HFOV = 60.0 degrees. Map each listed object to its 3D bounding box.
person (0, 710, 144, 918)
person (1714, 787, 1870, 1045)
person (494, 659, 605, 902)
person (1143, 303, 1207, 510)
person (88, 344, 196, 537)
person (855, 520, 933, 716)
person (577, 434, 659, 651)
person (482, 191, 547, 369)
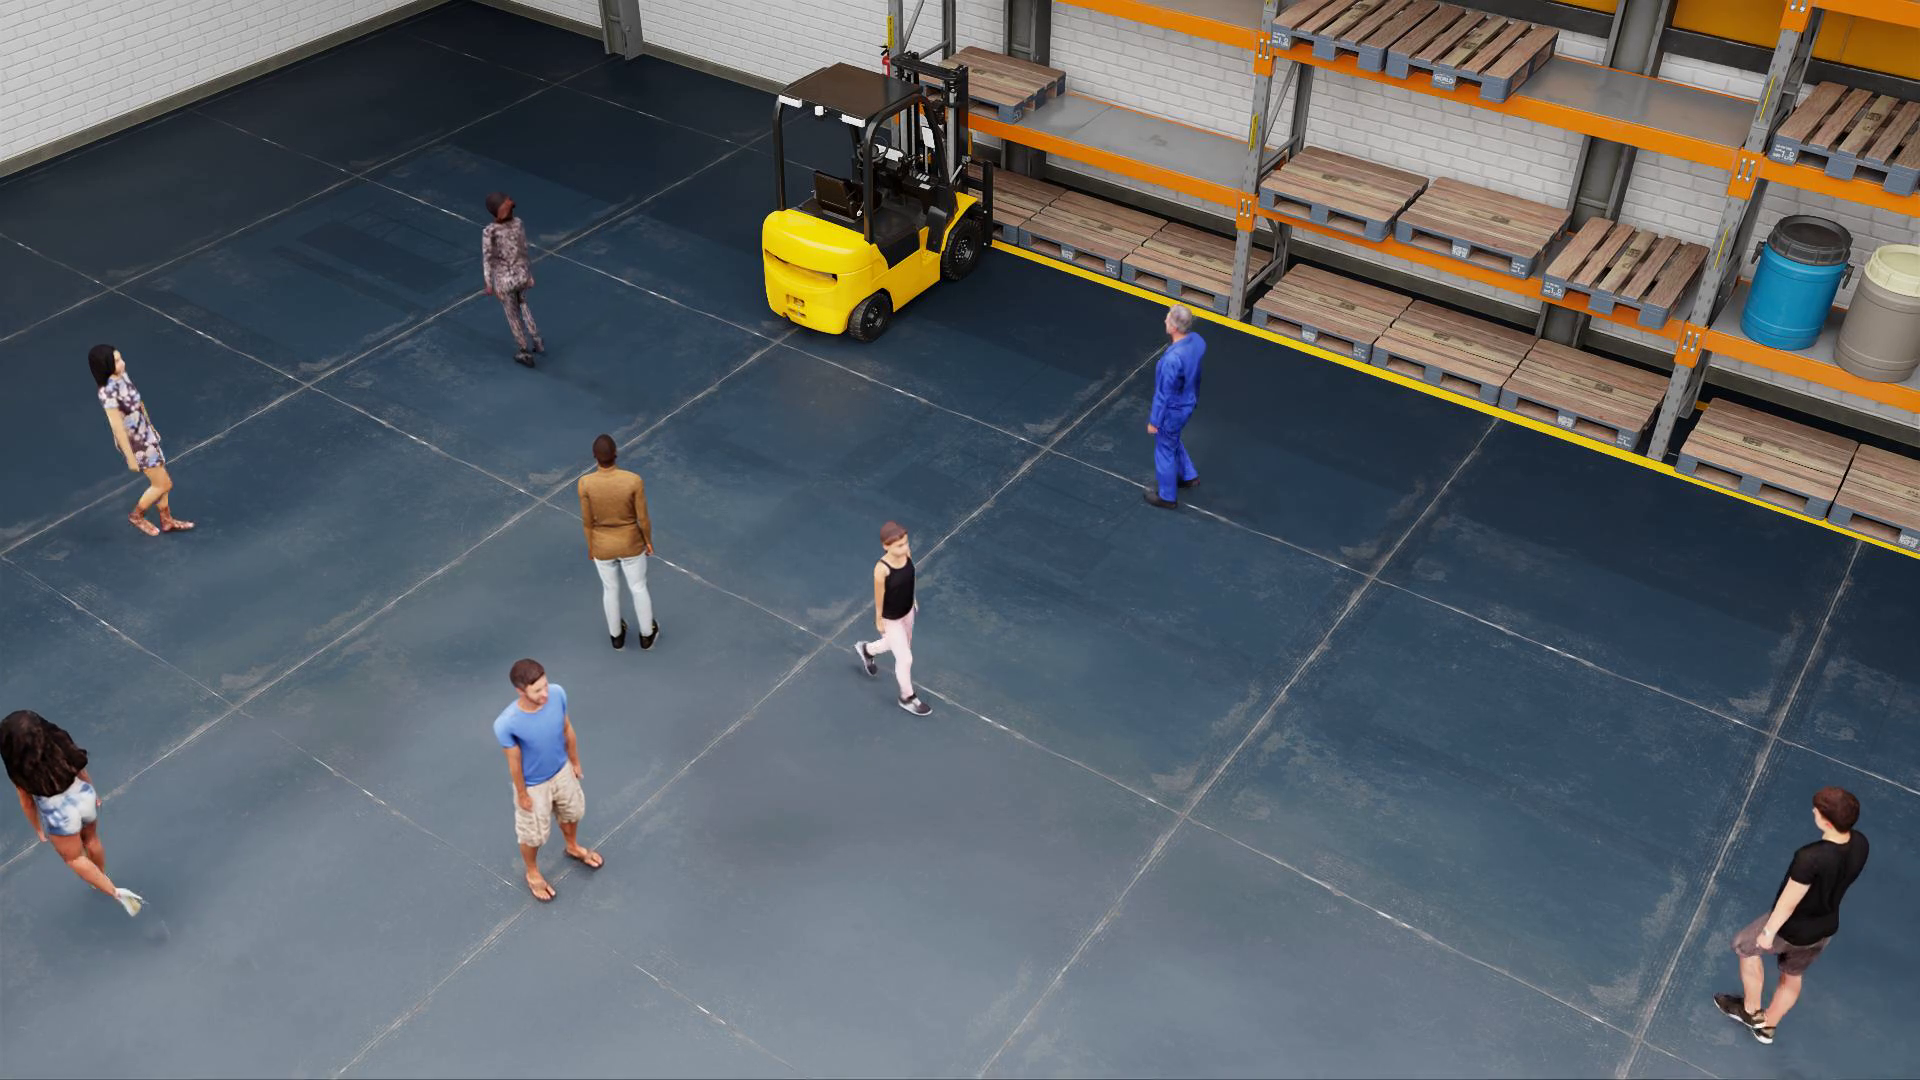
[{"bbox_3d":[-5.248,1.664,9.894,0.905,1.605,0.617,20,43,23],"label":"person"},{"bbox_3d":[4.660,2.144,9.104,0.834,1.841,0.843,-14,41,-17],"label":"person"},{"bbox_3d":[-2.530,1.401,10.025,0.655,1.853,0.689,31,48,33],"label":"person"},{"bbox_3d":[1.758,-1.003,13.066,0.722,1.815,0.766,19,42,22],"label":"person"},{"bbox_3d":[-6.416,-0.746,12.816,0.826,1.726,0.766,-6,39,-7],"label":"person"},{"bbox_3d":[-0.492,0.482,11.425,0.950,1.541,0.526,25,45,28],"label":"person"},{"bbox_3d":[-2.424,0.029,11.772,0.698,1.817,0.762,-5,39,-7],"label":"person"},{"bbox_3d":[-3.921,-2.270,14.743,0.648,1.702,0.590,27,46,29],"label":"person"}]
